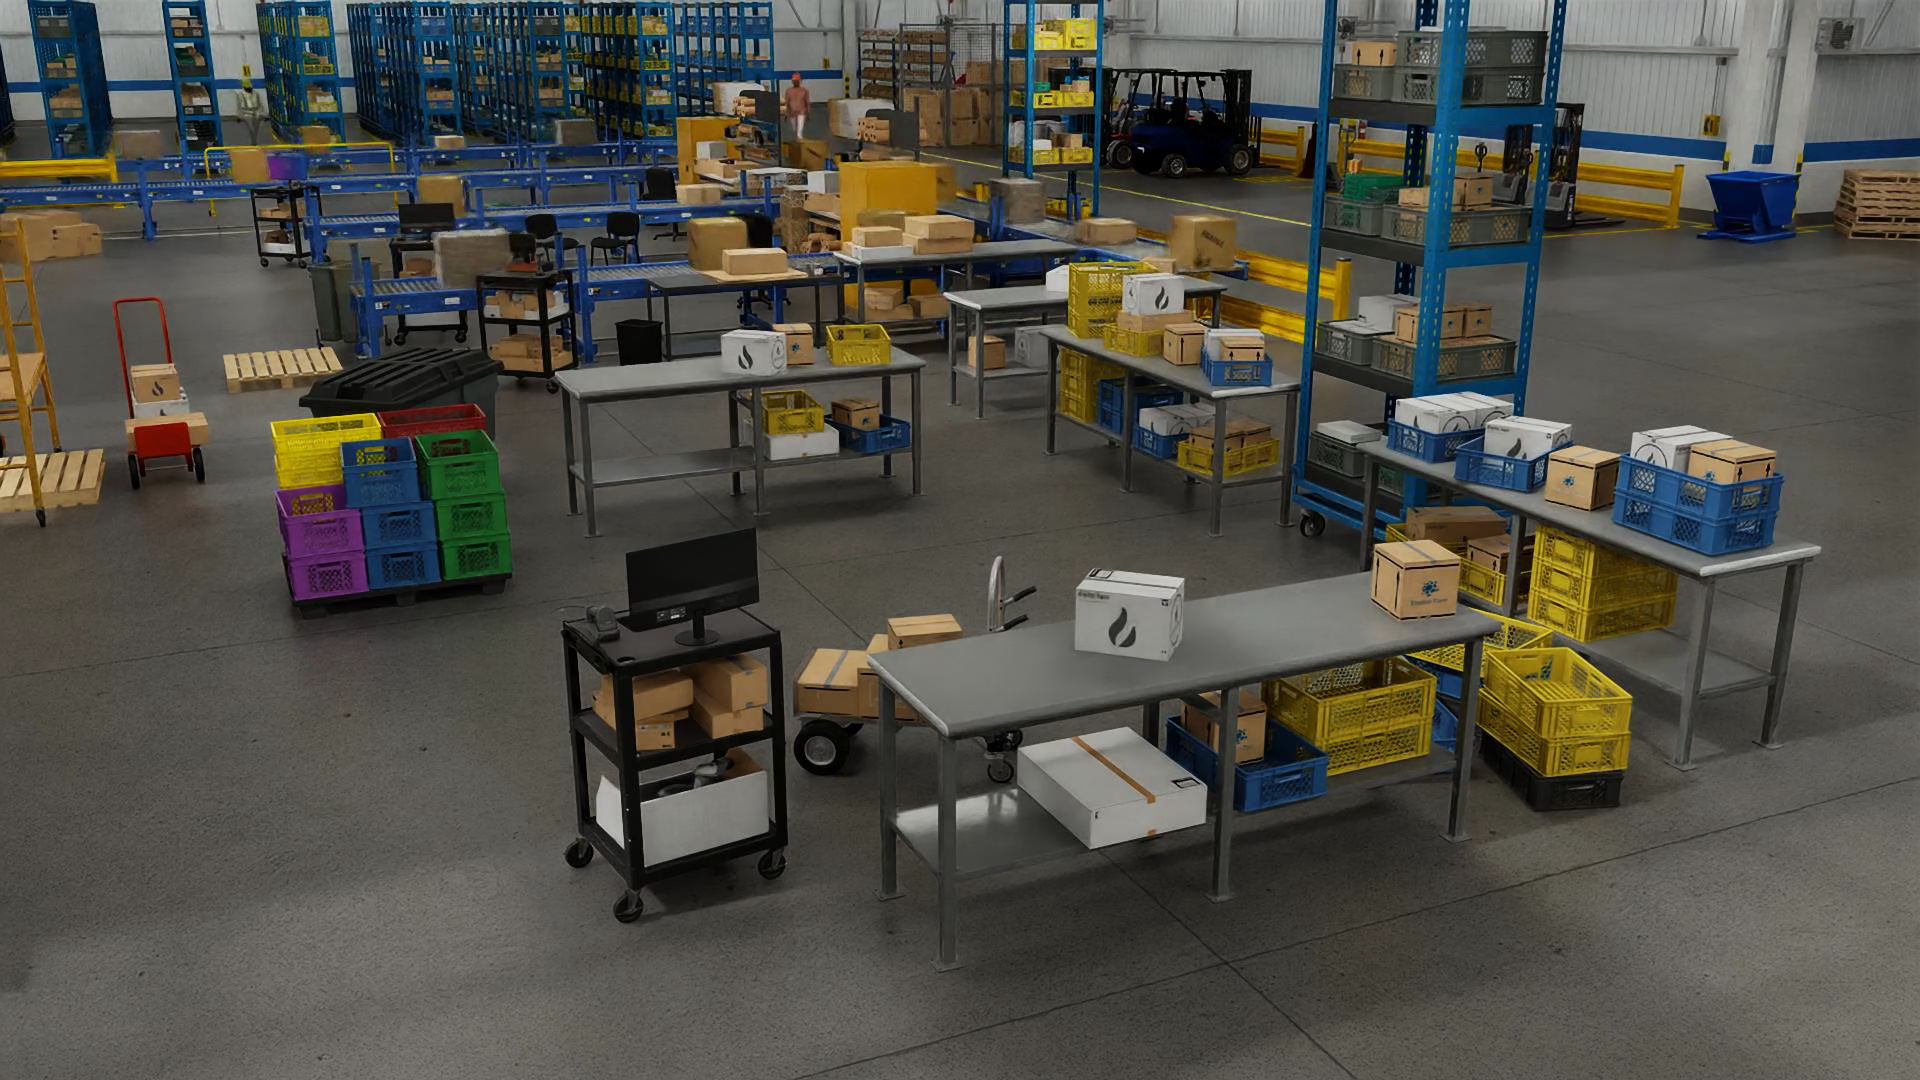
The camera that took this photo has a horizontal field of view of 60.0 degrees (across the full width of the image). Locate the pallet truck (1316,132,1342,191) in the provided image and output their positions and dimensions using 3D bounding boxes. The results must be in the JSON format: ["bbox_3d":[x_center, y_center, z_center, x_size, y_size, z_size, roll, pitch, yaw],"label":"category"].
[{"bbox_3d":[7.723,-7.504,32.656,1.601,1.201,0.680,-8,19,-23],"label":"pallet truck"}]

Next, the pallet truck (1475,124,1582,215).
[{"bbox_3d":[9.707,-6.455,28.103,1.885,1.965,0.823,-7,19,-20],"label":"pallet truck"}]

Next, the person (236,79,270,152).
[{"bbox_3d":[-17.458,-10.497,41.164,0.841,1.781,0.719,15,23,39],"label":"person"}]

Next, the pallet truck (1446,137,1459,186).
[{"bbox_3d":[9.184,-6.485,29.328,1.630,1.274,0.653,-8,19,-23],"label":"pallet truck"}]

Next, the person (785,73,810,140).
[{"bbox_3d":[-3.974,-10.440,40.728,0.620,1.967,0.962,2,18,8],"label":"person"}]

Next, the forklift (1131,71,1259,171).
[{"bbox_3d":[4.998,-8.936,35.413,2.680,1.987,1.157,-9,20,-25],"label":"forklift"}]

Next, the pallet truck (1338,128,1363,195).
[{"bbox_3d":[7.845,-7.140,31.411,1.522,1.261,0.704,-9,20,-25],"label":"pallet truck"}]

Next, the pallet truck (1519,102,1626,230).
[{"bbox_3d":[9.972,-6.037,26.785,1.885,1.965,0.823,-9,20,-25],"label":"pallet truck"}]

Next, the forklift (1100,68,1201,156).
[{"bbox_3d":[4.082,-9.564,37.410,2.680,1.987,1.157,-8,19,-23],"label":"forklift"}]
